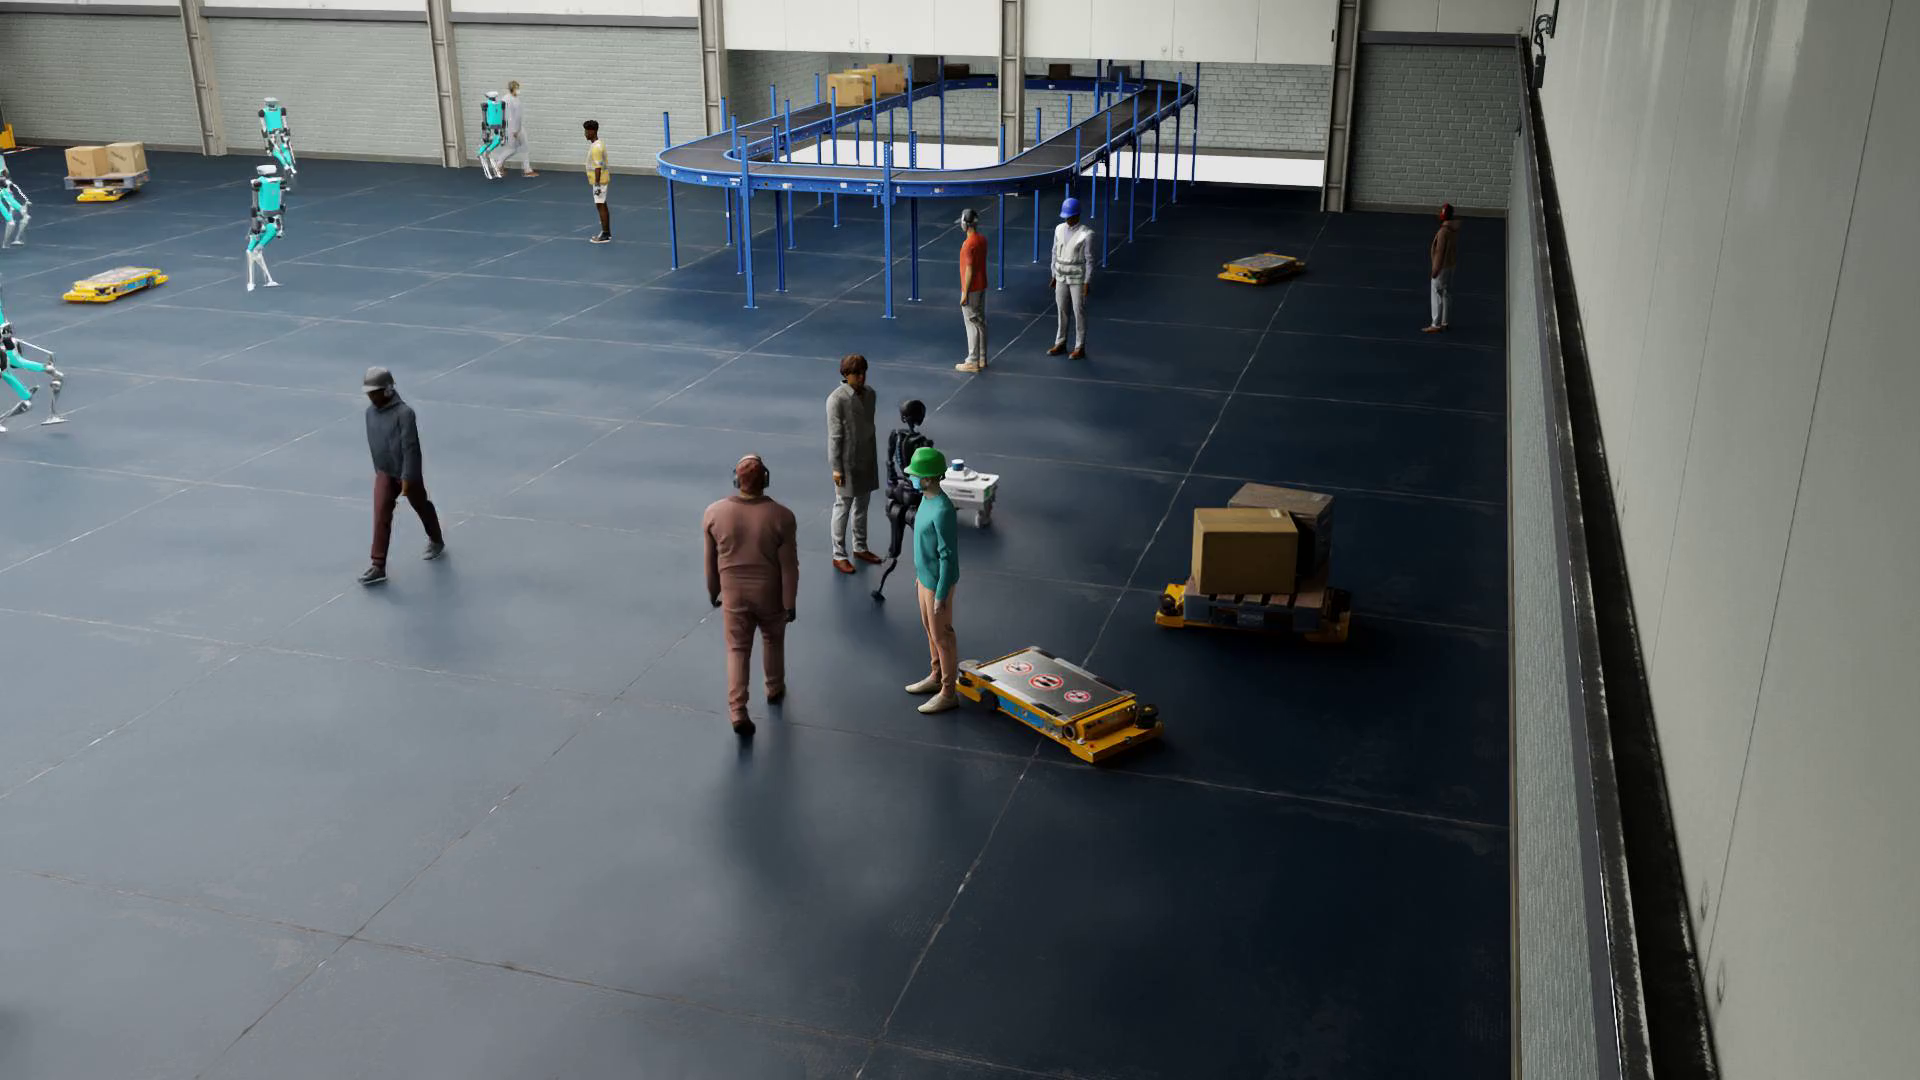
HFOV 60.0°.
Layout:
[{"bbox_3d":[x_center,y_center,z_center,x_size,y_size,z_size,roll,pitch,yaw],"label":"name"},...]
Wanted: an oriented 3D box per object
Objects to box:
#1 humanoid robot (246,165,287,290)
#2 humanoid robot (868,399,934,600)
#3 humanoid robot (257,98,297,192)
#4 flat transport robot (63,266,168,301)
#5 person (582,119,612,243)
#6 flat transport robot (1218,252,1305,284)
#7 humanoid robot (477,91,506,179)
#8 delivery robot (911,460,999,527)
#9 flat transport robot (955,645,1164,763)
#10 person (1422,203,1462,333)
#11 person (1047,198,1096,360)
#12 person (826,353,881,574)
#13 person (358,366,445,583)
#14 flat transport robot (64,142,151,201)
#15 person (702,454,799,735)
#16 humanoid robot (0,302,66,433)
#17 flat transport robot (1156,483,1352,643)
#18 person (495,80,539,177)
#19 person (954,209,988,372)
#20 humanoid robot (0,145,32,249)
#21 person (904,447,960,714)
[{"bbox_3d":[-9.990,-4.459,23.707,0.826,1.776,0.632,13,24,29],"label":"humanoid robot"},{"bbox_3d":[-0.421,-0.292,13.045,0.637,1.666,0.592,-19,28,-40],"label":"humanoid robot"},{"bbox_3d":[-12.738,-7.365,31.290,0.737,1.829,0.530,20,28,41],"label":"humanoid robot"},{"bbox_3d":[-11.969,-3.631,23.594,0.659,0.231,1.431,3,21,9],"label":"flat transport robot"},{"bbox_3d":[-5.849,-5.800,26.879,0.372,1.958,0.600,-3,21,-8],"label":"person"},{"bbox_3d":[4.471,-4.017,24.598,0.659,0.231,1.431,17,27,37],"label":"flat transport robot"},{"bbox_3d":[-9.210,-7.922,32.499,0.735,1.677,0.533,17,27,37],"label":"humanoid robot"},{"bbox_3d":[-0.048,-0.419,14.893,0.784,0.613,0.522,7,22,18],"label":"delivery robot"},{"bbox_3d":[0.649,1.091,11.347,0.659,0.231,1.431,-17,27,-36],"label":"flat transport robot"},{"bbox_3d":[6.186,-3.473,21.273,0.321,1.647,0.474,16,26,36],"label":"person"},{"bbox_3d":[1.340,-3.152,20.030,0.600,1.941,0.391,17,27,38],"label":"person"},{"bbox_3d":[-0.859,-0.639,13.667,0.360,1.829,0.515,18,28,39],"label":"person"},{"bbox_3d":[-4.615,-0.575,13.599,0.527,1.751,0.977,7,22,17],"label":"person"},{"bbox_3d":[-15.967,-6.569,31.214,0.659,0.231,1.431,-3,21,-7],"label":"flat transport robot"},{"bbox_3d":[-1.386,0.348,11.060,0.647,1.863,0.928,1,21,2],"label":"person"},{"bbox_3d":[-9.652,-1.874,17.096,1.058,1.759,0.545,-1,21,-4],"label":"humanoid robot"},{"bbox_3d":[2.273,0.523,12.822,1.431,0.231,0.659,6,22,14],"label":"flat transport robot"},{"bbox_3d":[-8.928,-8.199,33.169,0.818,1.907,0.616,5,22,13],"label":"person"},{"bbox_3d":[0.109,-2.927,19.499,0.422,1.903,0.480,9,23,23],"label":"person"},{"bbox_3d":[-15.134,-5.490,26.420,0.671,1.817,0.549,7,22,17],"label":"humanoid robot"},{"bbox_3d":[-0.187,0.266,11.259,0.357,1.871,0.529,-5,22,-14],"label":"person"}]
